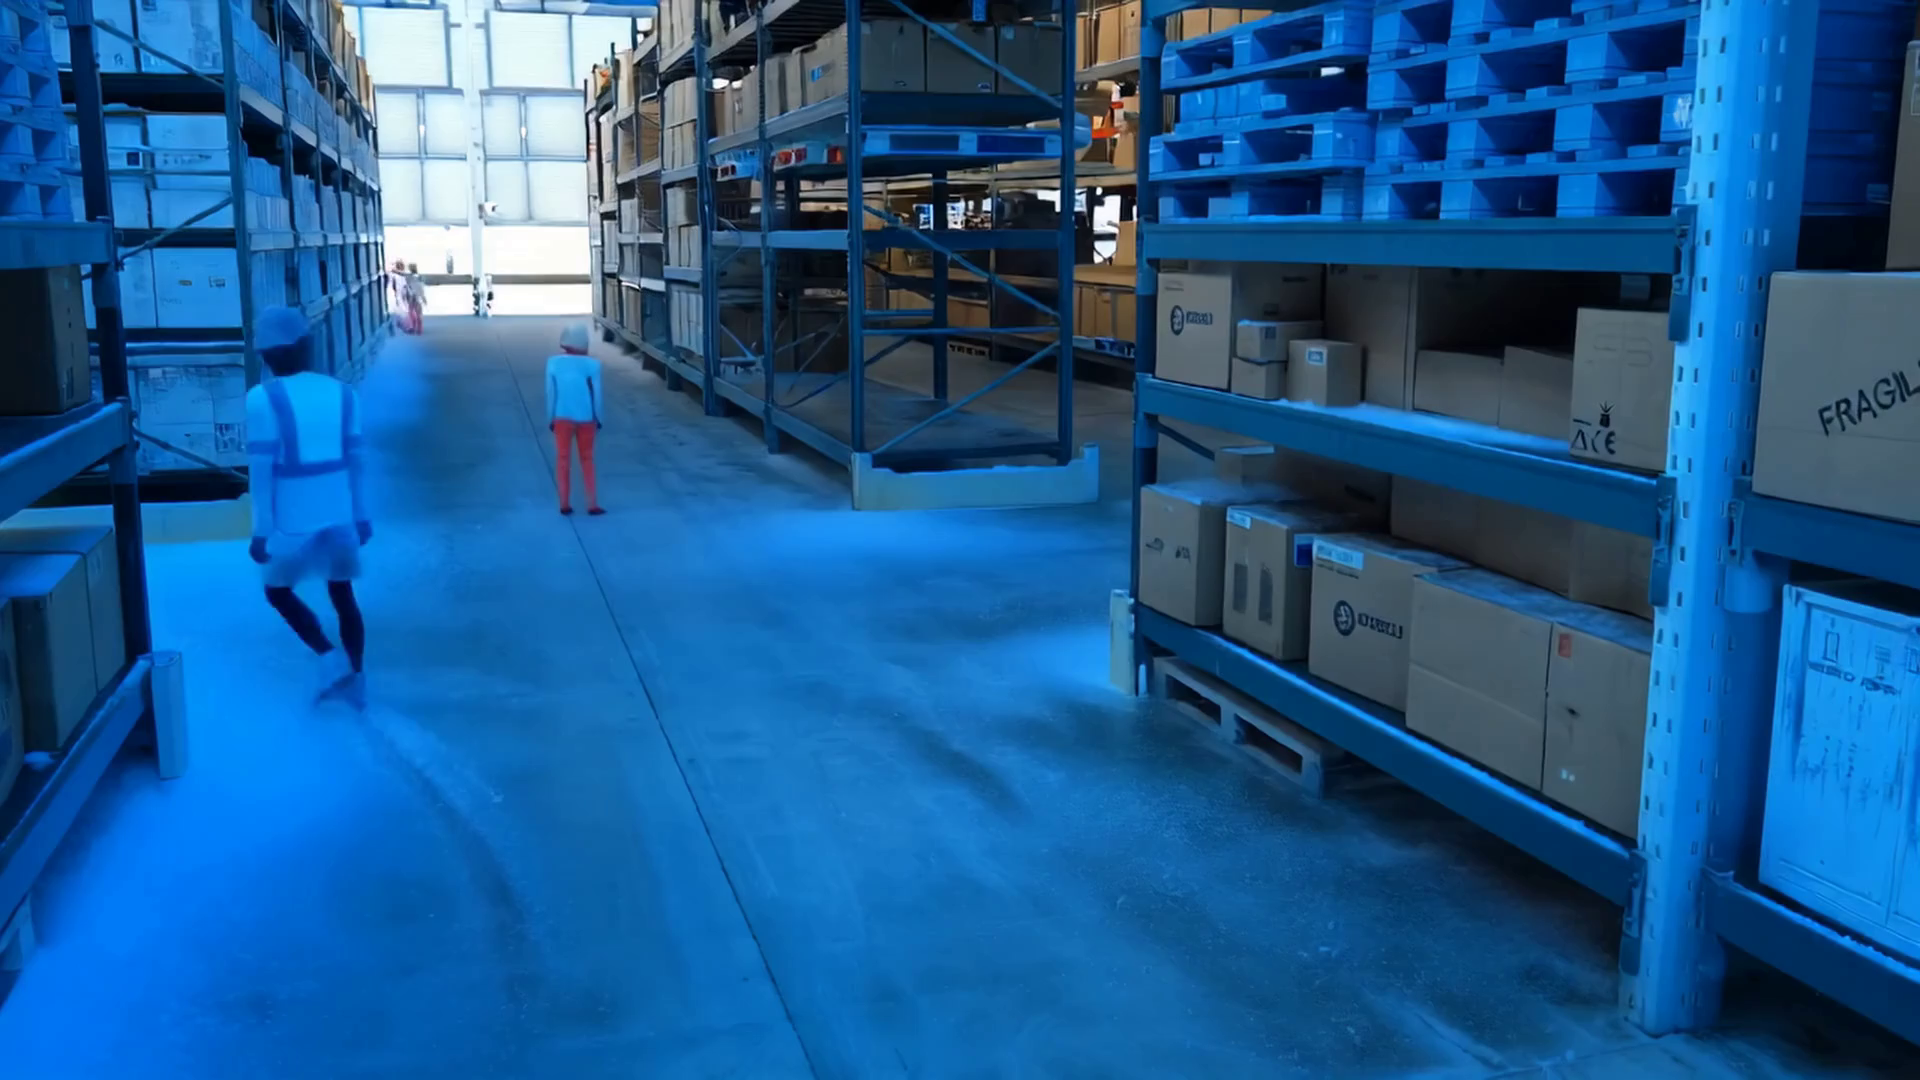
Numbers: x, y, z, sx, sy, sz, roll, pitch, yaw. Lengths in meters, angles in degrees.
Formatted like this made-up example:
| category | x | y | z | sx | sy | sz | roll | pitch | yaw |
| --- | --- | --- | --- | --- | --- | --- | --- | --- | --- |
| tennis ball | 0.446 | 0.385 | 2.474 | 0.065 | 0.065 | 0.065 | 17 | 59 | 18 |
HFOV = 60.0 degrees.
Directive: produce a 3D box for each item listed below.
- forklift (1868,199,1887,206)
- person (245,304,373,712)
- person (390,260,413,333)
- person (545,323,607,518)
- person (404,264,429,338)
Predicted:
| category | x | y | z | sx | sy | sz | roll | pitch | yaw |
| --- | --- | --- | --- | --- | --- | --- | --- | --- | --- |
| forklift | 11.338 | -2.915 | 21.052 | 1.129 | 2.768 | 1.873 | -3 | 11 | -17 |
| person | -3.159 | -0.125 | 8.093 | 0.446 | 2.027 | 0.684 | 7 | 12 | 33 |
| person | -13.585 | -5.919 | 40.498 | 0.472 | 1.790 | 0.686 | 2 | 11 | 12 |
| person | -3.225 | -1.000 | 13.975 | 0.507 | 1.631 | 0.273 | 3 | 11 | 13 |
| person | -12.810 | -5.646 | 39.197 | 0.538 | 1.732 | 0.869 | -4 | 11 | -20 |
